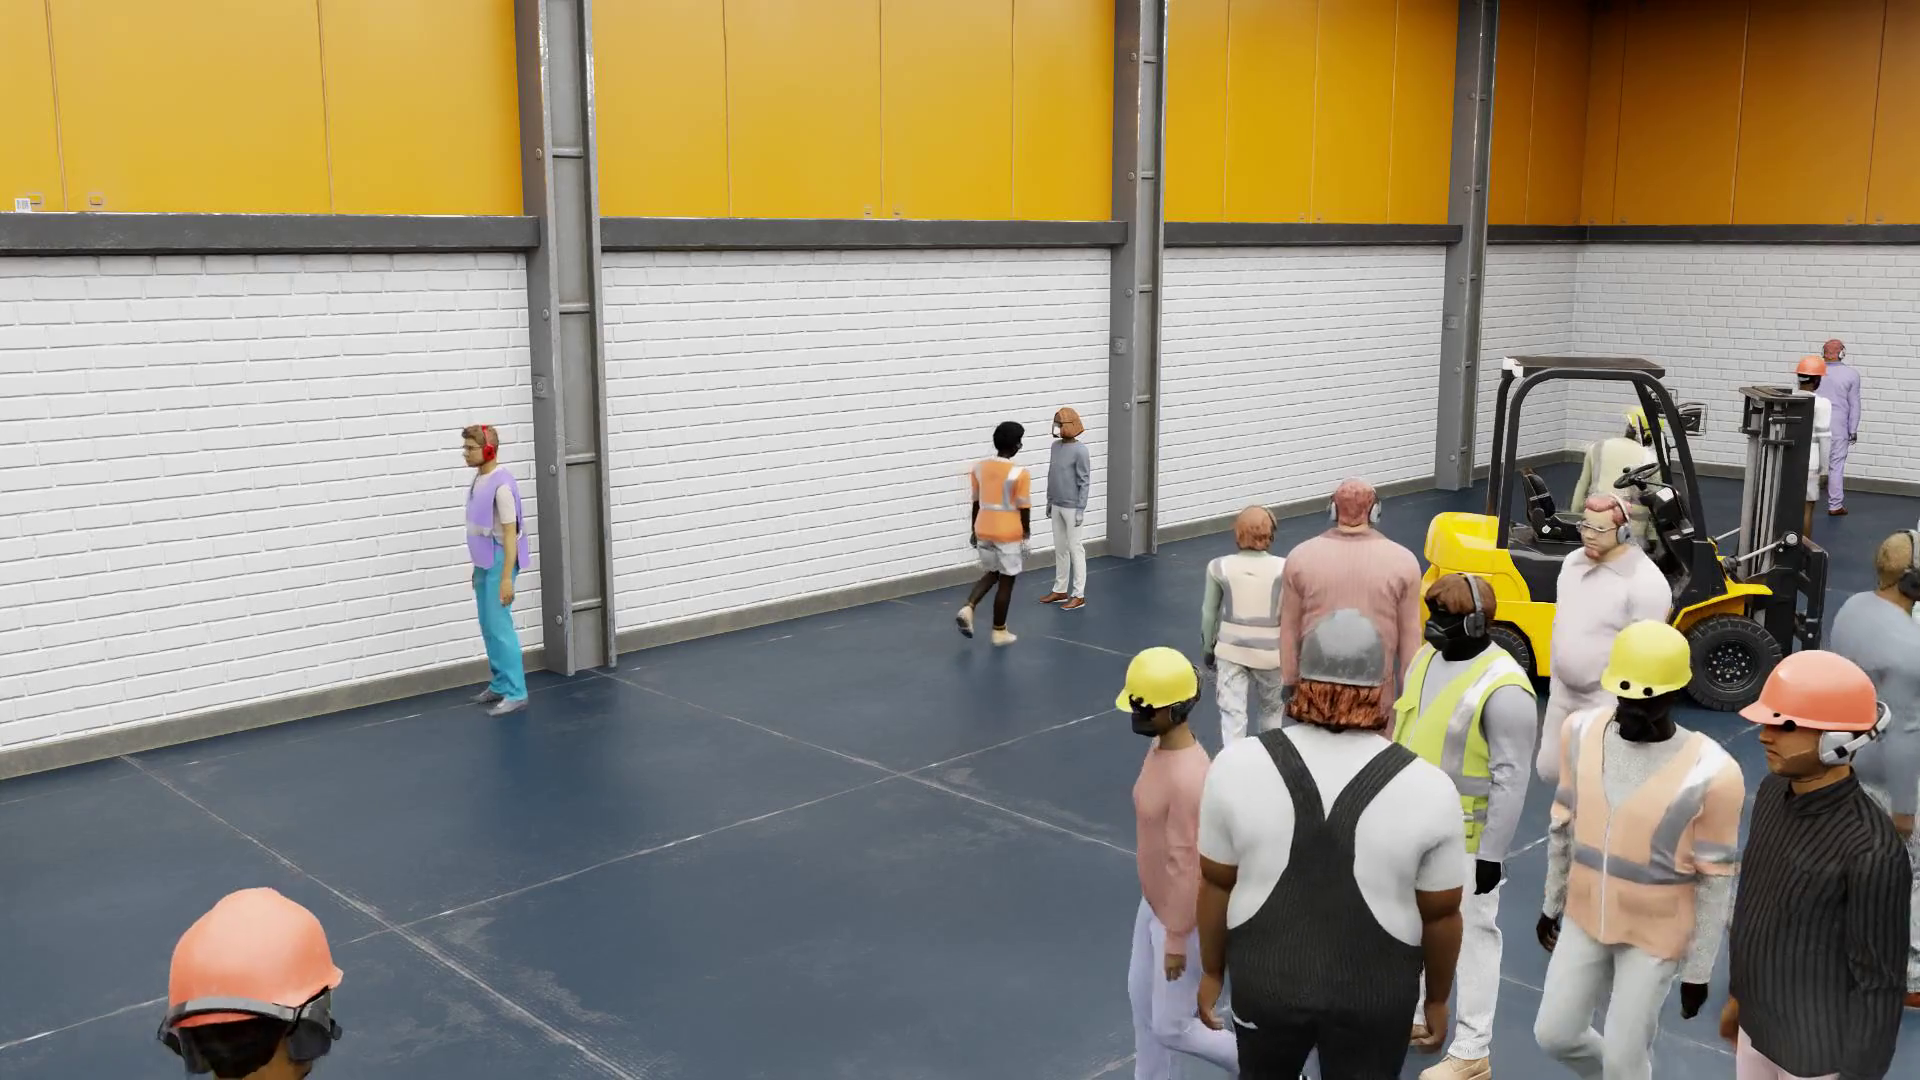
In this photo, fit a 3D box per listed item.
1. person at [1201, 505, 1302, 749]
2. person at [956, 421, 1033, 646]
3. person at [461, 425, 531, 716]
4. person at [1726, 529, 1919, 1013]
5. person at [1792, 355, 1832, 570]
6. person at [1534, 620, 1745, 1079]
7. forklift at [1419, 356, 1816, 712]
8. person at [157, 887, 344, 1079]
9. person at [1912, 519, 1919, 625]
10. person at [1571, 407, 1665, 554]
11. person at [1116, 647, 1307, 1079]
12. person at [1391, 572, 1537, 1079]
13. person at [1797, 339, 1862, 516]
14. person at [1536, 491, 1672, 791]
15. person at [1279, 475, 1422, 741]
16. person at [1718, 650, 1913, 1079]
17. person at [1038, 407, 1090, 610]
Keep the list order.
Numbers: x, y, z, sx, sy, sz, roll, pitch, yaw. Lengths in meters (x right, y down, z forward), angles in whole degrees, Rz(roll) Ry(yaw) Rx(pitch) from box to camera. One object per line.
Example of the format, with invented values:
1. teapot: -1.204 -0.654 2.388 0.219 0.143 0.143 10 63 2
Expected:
1. person: 1.548 0.608 8.781 0.545 1.602 0.782 3 11 17
2. person: 0.259 -0.028 12.101 0.533 1.676 0.456 10 14 42
3. person: -2.926 0.192 10.506 0.382 1.845 0.638 -7 12 -32
4. person: 3.510 0.891 6.426 0.813 1.917 0.659 1 10 4
5. person: 7.619 -0.703 15.061 0.372 1.938 0.547 -6 12 -29
6. person: 2.033 1.151 5.029 0.520 1.904 0.614 -7 13 -35
7. forklift: 4.276 -0.101 11.076 2.313 2.155 1.214 2 11 13
8. person: -1.149 1.577 2.611 0.669 1.967 1.142 4 11 20
9. person: 5.555 0.395 9.199 0.928 1.909 0.632 1 10 4
10. person: 4.795 -0.107 12.264 0.730 1.788 0.407 9 14 42
11. person: 0.778 1.176 5.351 0.619 1.738 0.558 -1 10 -5
12. person: 1.741 1.021 5.924 0.429 1.844 0.625 -3 11 -18
13. person: 9.365 -1.214 17.949 0.638 1.903 0.409 9 14 42
14. person: 2.927 0.701 7.571 0.494 1.881 0.651 -4 11 -19
15. person: 1.824 0.646 7.825 0.663 1.890 0.477 3 11 18
16. person: 2.124 1.252 4.237 0.389 1.996 0.612 0 10 0
17. person: 0.857 -0.259 13.465 0.282 1.633 0.498 -6 12 -31
